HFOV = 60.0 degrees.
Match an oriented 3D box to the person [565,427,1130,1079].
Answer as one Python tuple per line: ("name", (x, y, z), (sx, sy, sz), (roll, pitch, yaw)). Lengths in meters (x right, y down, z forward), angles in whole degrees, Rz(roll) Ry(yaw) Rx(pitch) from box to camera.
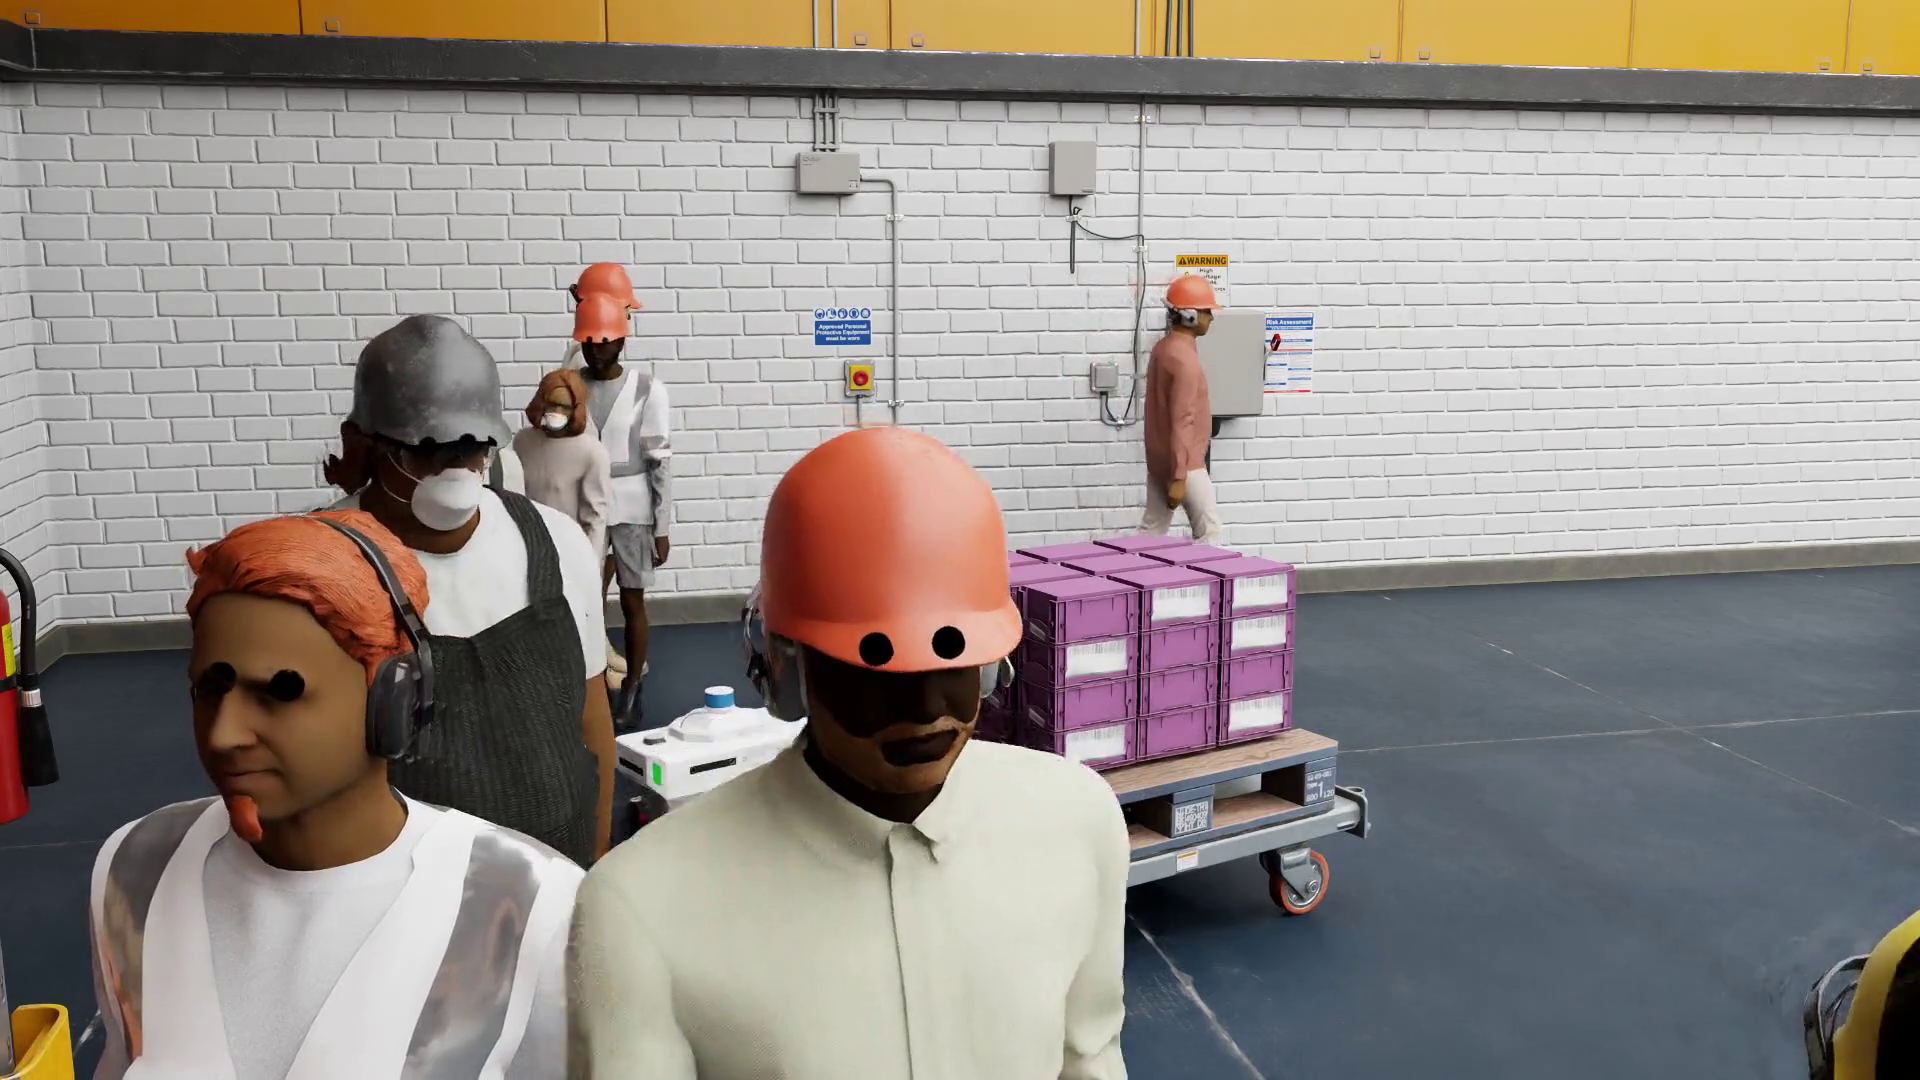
("person", (-0.045, 0.879, 1.594), (0.657, 1.952, 0.941), (-5, 11, -24))

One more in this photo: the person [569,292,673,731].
("person", (-1.504, -0.100, 7.151), (0.570, 1.910, 0.500), (0, 10, 3))

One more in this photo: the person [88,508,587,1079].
("person", (-0.609, 0.902, 1.667), (0.576, 1.884, 0.355), (2, 10, 11))

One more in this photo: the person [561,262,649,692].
("person", (-1.675, -0.286, 7.866), (0.408, 2.029, 0.614), (-2, 10, -10))

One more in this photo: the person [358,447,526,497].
("person", (-1.454, 0.333, 5.000), (0.536, 1.810, 0.865), (-10, 14, -43))

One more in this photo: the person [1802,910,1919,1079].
("person", (0.662, 1.066, 1.122), (0.544, 1.746, 0.595), (-6, 12, -30))

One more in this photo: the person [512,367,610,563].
("person", (-1.666, 0.084, 6.919), (0.545, 1.614, 0.398), (6, 12, 29))

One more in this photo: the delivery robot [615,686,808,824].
("delivery robot", (-0.845, 0.761, 5.871), (0.707, 0.478, 0.477), (-8, 13, -37))

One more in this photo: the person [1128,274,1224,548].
("person", (1.083, -0.422, 8.807), (0.951, 1.966, 0.607), (-2, 10, -11))
